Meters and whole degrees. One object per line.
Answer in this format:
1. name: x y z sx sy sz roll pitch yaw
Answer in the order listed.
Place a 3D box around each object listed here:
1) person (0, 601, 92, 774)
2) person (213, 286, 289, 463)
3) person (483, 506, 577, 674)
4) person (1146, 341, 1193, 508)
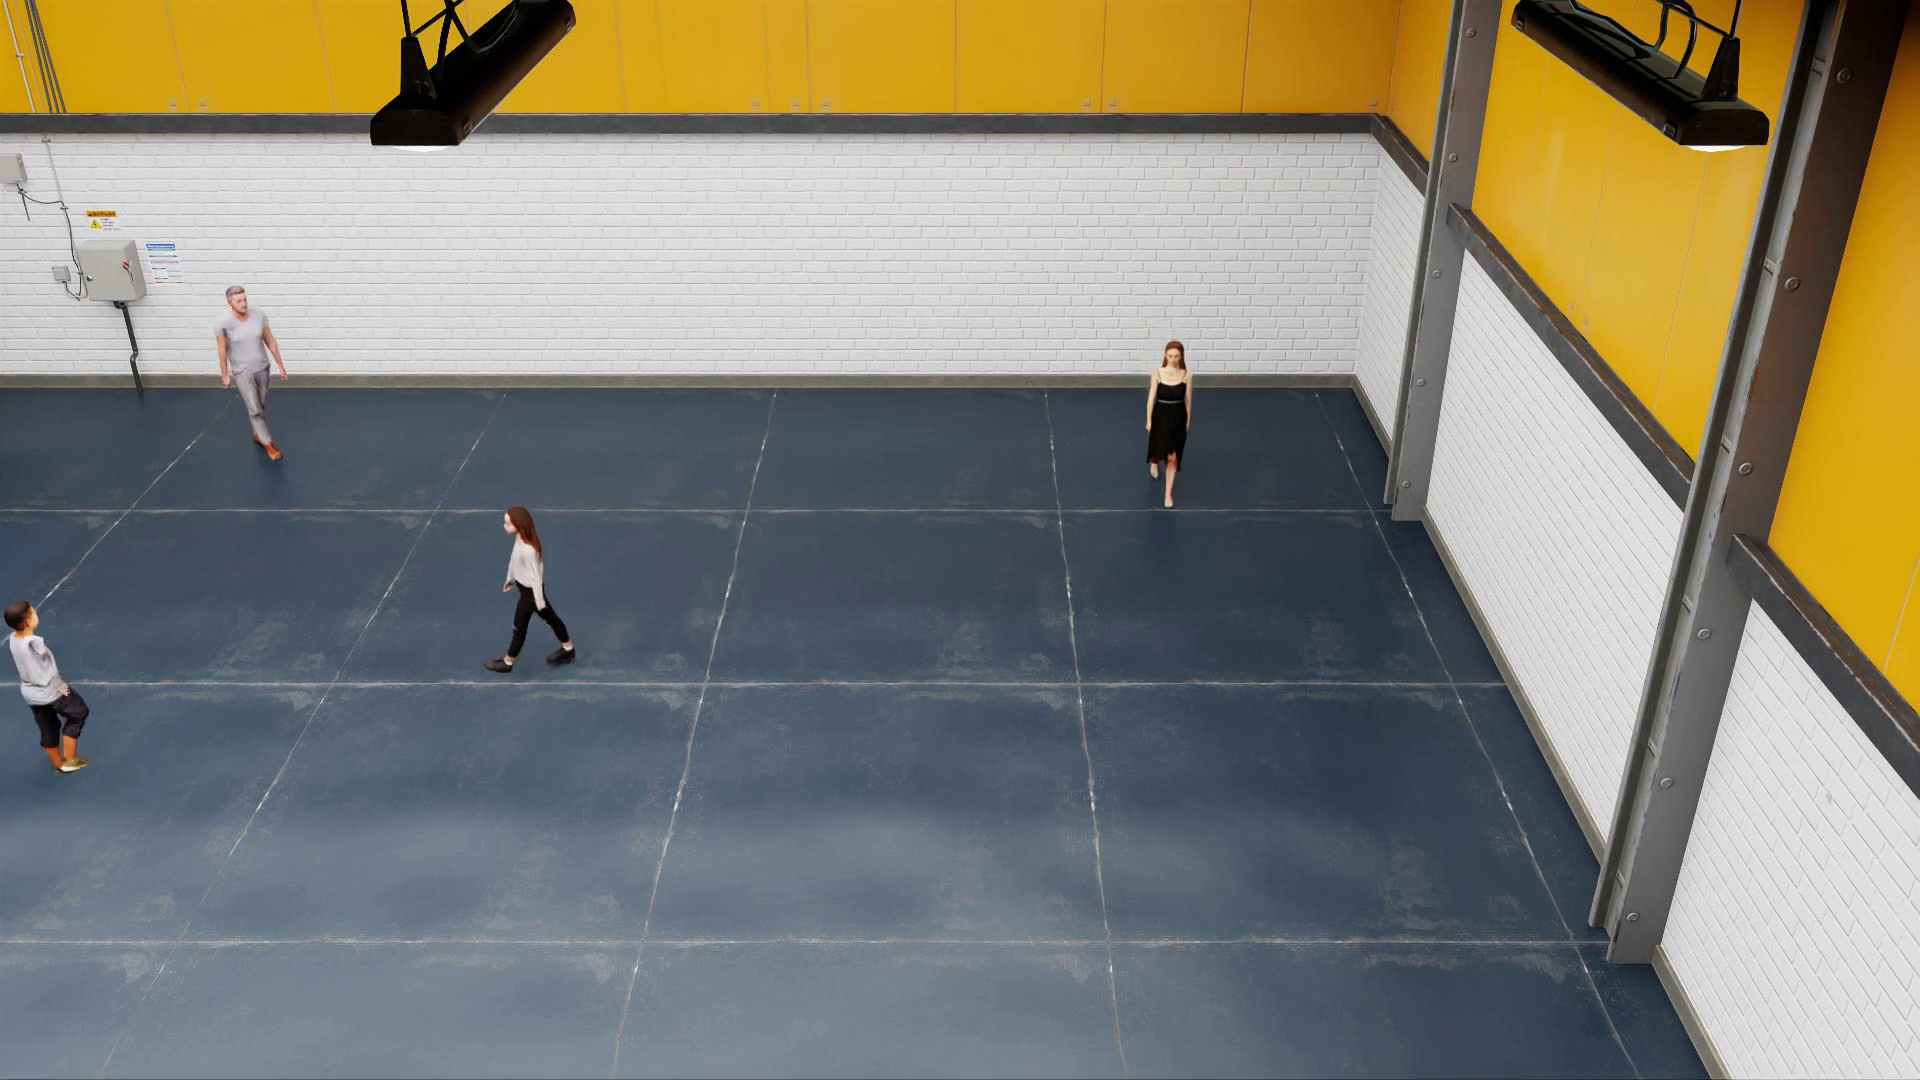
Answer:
1. person: -6.663 1.068 11.993 0.648 1.451 0.616 9 30 15
2. person: -7.190 -1.725 16.757 1.132 1.792 1.088 22 36 35
3. person: -3.346 0.385 13.254 0.819 1.443 0.966 -10 30 -18
4. person: 1.997 -1.162 15.916 0.584 1.609 0.907 1 29 2
